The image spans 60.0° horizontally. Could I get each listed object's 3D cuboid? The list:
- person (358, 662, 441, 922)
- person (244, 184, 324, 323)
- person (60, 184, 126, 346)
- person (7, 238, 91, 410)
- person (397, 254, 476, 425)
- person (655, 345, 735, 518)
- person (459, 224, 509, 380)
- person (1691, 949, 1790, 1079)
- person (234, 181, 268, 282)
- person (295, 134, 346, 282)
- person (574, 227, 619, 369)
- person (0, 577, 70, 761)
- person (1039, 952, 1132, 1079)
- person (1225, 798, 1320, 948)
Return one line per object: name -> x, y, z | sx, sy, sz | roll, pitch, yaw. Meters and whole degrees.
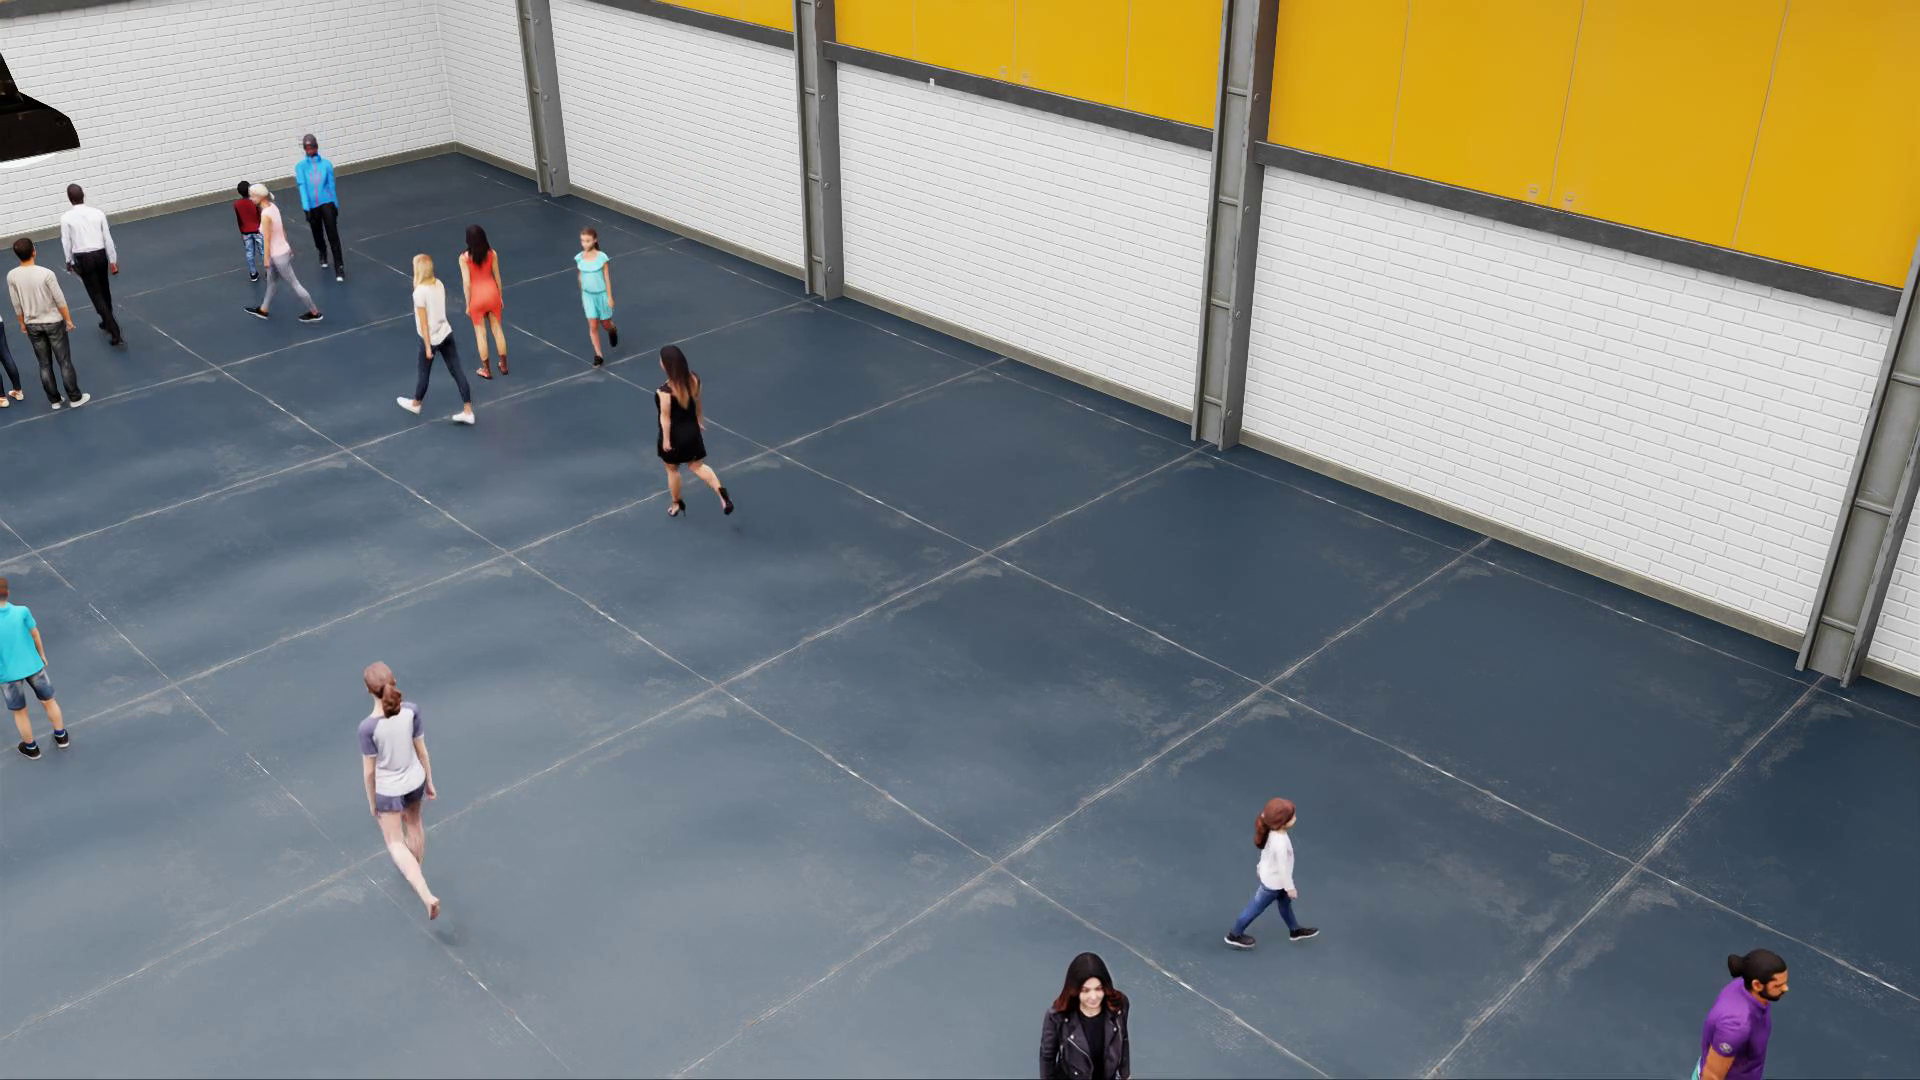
person -> -3.428, 1.558, 10.261 | 0.591, 1.745, 0.994 | -23, 36, -36
person -> -7.763, -3.277, 19.195 | 1.066, 1.677, 1.090 | -2, 29, -4
person -> -9.729, -3.063, 18.674 | 0.641, 1.801, 1.085 | -25, 37, -38
person -> -9.433, -2.227, 17.130 | 0.735, 1.811, 0.752 | -4, 29, -7
person -> -5.169, -1.978, 16.711 | 1.191, 1.776, 0.897 | 12, 31, 21
person -> -2.408, -0.898, 14.818 | 1.014, 1.693, 0.756 | 18, 34, 30
person -> -5.108, -2.567, 17.855 | 0.609, 1.714, 0.566 | -20, 34, -32
person -> 3.661, 2.674, 8.211 | 1.002, 1.749, 0.781 | 17, 33, 29
person -> -8.795, -3.847, 20.682 | 0.576, 1.254, 0.617 | -5, 29, -10
person -> -8.000, -4.172, 20.754 | 0.958, 1.756, 1.259 | -9, 30, -16
person -> -3.968, -2.696, 18.266 | 0.908, 1.548, 0.921 | 4, 29, 7
person -> -6.676, 0.887, 11.799 | 0.511, 1.449, 0.472 | -25, 37, -38
person -> 0.610, 2.707, 8.269 | 0.719, 1.635, 0.712 | -9, 30, -16
person -> 1.841, 2.035, 10.074 | 0.833, 1.086, 0.746 | 2, 29, 4
